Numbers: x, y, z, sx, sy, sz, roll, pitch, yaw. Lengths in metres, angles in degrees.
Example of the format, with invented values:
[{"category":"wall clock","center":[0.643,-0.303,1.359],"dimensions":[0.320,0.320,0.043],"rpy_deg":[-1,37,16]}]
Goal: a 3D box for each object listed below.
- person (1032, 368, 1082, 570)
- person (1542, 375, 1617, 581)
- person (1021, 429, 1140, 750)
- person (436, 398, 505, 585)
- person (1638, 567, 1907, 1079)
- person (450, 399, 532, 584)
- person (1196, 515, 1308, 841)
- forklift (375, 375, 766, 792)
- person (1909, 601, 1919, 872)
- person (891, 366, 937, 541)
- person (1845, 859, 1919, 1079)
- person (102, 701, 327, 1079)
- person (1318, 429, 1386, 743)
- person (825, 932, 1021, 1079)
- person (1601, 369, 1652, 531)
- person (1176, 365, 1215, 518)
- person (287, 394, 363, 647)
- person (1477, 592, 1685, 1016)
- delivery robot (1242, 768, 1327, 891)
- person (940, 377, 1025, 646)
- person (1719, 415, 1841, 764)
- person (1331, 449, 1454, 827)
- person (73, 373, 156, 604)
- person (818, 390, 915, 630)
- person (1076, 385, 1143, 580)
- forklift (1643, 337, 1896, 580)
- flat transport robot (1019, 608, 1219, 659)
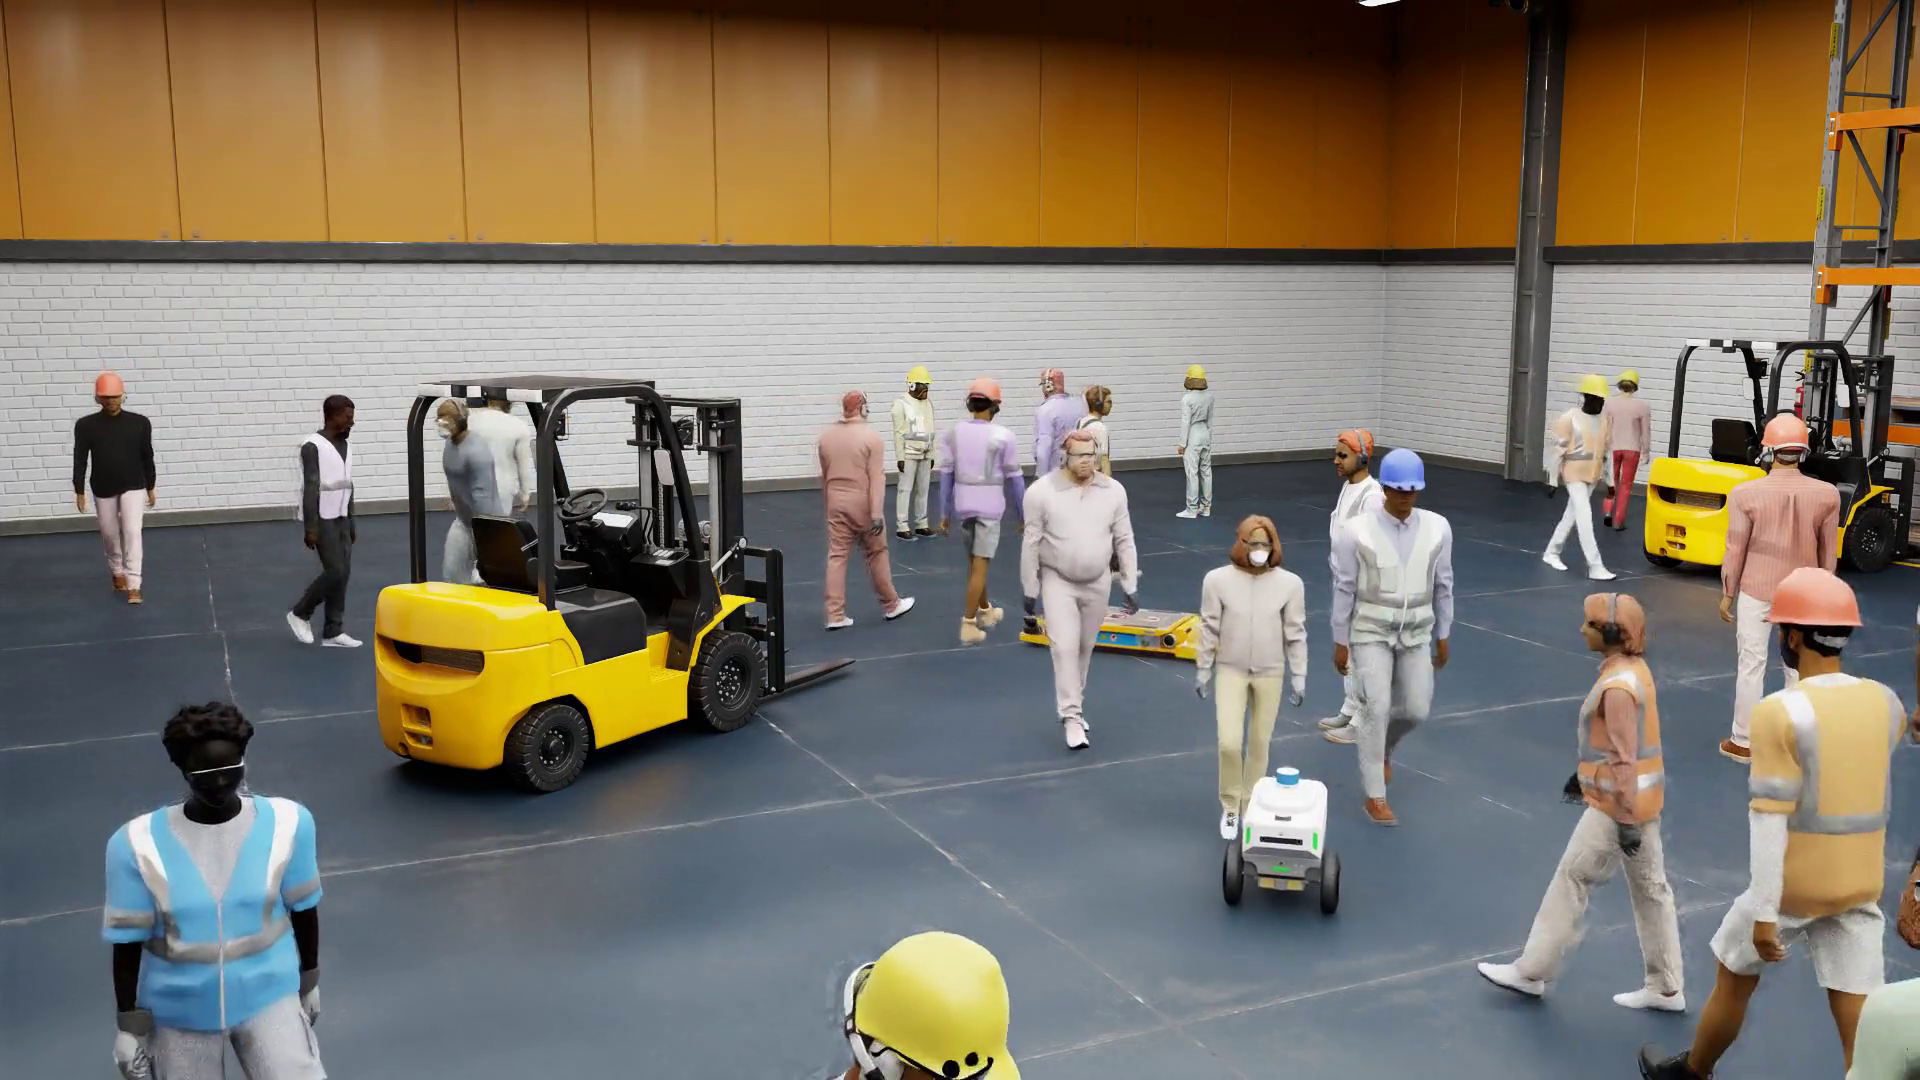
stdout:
[{"category":"person","center":[0.875,-0.668,15.652],"dimensions":[0.408,1.905,0.642],"rpy_deg":[6,11,32]},{"category":"person","center":[5.739,-0.589,15.301],"dimensions":[0.591,1.863,1.019],"rpy_deg":[-4,10,-24]},{"category":"person","center":[0.734,0.287,9.820],"dimensions":[0.670,1.863,0.932],"rpy_deg":[-3,9,-15]},{"category":"person","center":[-3.541,-0.087,12.068],"dimensions":[0.647,1.898,0.642],"rpy_deg":[-8,12,-40]},{"category":"person","center":[2.581,1.023,5.191],"dimensions":[0.546,1.884,0.980],"rpy_deg":[-2,9,-12]},{"category":"person","center":[-3.983,-0.401,14.142],"dimensions":[0.689,1.868,1.040],"rpy_deg":[1,9,8]},{"category":"person","center":[1.428,0.684,8.117],"dimensions":[0.526,1.615,0.456],"rpy_deg":[0,9,2]},{"category":"forklift","center":[-2.268,0.149,9.685],"dimensions":[1.214,2.155,2.313],"rpy_deg":[6,11,32]},{"category":"person","center":[4.321,0.679,6.873],"dimensions":[0.595,2.000,0.873],"rpy_deg":[-3,10,-18]},{"category":"person","center":[-0.456,-0.902,17.366],"dimensions":[0.403,1.825,0.595],"rpy_deg":[8,12,41]},{"category":"person","center":[2.116,1.413,3.661],"dimensions":[0.525,1.587,0.845],"rpy_deg":[-2,9,-11]},{"category":"person","center":[-1.970,1.250,4.443],"dimensions":[0.545,1.688,0.369],"rpy_deg":[-5,10,-26]},{"category":"person","center":[2.361,0.272,9.910],"dimensions":[0.356,1.880,0.578],"rpy_deg":[0,9,0]},{"category":"person","center":[-0.112,1.491,2.673],"dimensions":[0.911,1.764,0.648],"rpy_deg":[7,12,39]},{"category":"person","center":[7.180,-0.967,17.963],"dimensions":[0.536,1.749,0.384],"rpy_deg":[7,11,37]},{"category":"person","center":[2.677,-1.122,18.967],"dimensions":[0.484,1.744,0.296],"rpy_deg":[-7,12,-38]},{"category":"person","center":[-4.706,-0.136,12.378],"dimensions":[0.460,1.892,0.636],"rpy_deg":[1,9,8]},{"category":"person","center":[2.398,0.989,6.299],"dimensions":[0.808,1.606,0.525],"rpy_deg":[6,11,31]},{"category":"delivery robot","center":[1.472,1.271,7.503],"dimensions":[0.477,0.478,0.707],"rpy_deg":[2,10,14]},{"category":"person","center":[0.205,-0.233,12.653],"dimensions":[0.623,2.002,0.882],"rpy_deg":[6,11,32]},{"category":"person","center":[4.629,0.288,9.435],"dimensions":[0.611,1.997,0.375],"rpy_deg":[1,9,7]},{"category":"person","center":[2.192,0.470,8.529],"dimensions":[0.637,1.923,0.653],"rpy_deg":[-1,9,-6]},{"category":"person","center":[-7.256,-0.470,14.286],"dimensions":[0.634,1.956,0.996],"rpy_deg":[-5,10,-27]},{"category":"person","center":[-0.762,-0.251,13.157],"dimensions":[0.659,1.866,0.865],"rpy_deg":[6,11,32]},{"category":"person","center":[1.166,-0.484,14.873],"dimensions":[0.979,1.796,0.527],"rpy_deg":[-2,9,-14]},{"category":"forklift","center":[7.551,-0.789,15.507],"dimensions":[2.313,2.155,1.214],"rpy_deg":[-4,10,-25]},{"category":"flat transport robot","center":[1.225,0.665,12.433],"dimensions":[1.431,0.197,0.652],"rpy_deg":[4,10,24]}]
